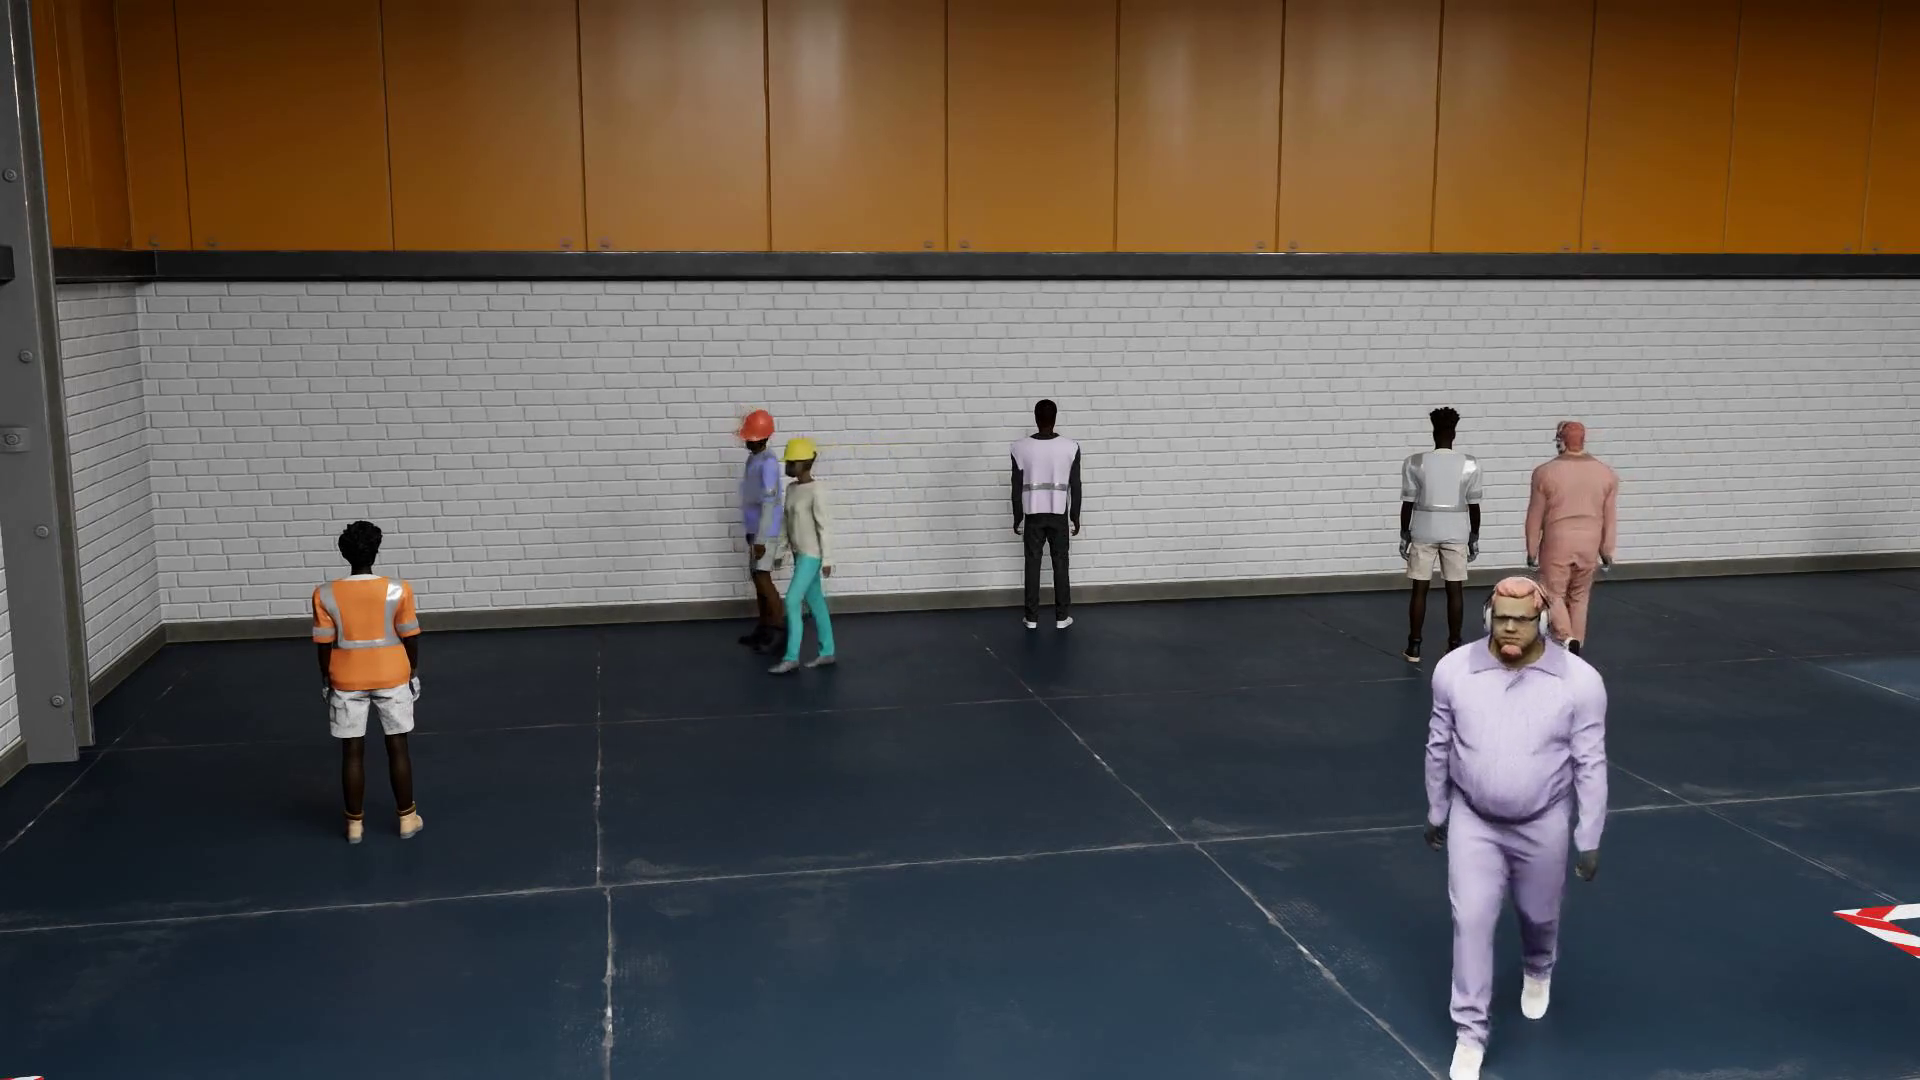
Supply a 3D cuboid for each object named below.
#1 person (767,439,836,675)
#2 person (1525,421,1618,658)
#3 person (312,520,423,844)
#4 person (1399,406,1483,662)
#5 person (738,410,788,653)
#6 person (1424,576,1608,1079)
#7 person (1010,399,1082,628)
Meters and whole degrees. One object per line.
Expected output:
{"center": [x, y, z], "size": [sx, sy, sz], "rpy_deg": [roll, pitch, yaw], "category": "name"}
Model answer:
{"center": [-1.234, 0.122, 12.325], "size": [0.728, 1.734, 0.542], "rpy_deg": [-5, 11, -28], "category": "person"}
{"center": [4.540, 0.059, 12.342], "size": [0.664, 1.881, 0.769], "rpy_deg": [0, 9, 1], "category": "person"}
{"center": [-3.084, 0.742, 8.697], "size": [0.531, 1.698, 0.320], "rpy_deg": [-2, 10, -14], "category": "person"}
{"center": [3.645, -0.035, 12.648], "size": [0.607, 1.958, 0.372], "rpy_deg": [2, 10, 11], "category": "person"}
{"center": [-1.537, -0.071, 13.053], "size": [0.387, 1.899, 0.618], "rpy_deg": [-2, 10, -14], "category": "person"}
{"center": [2.120, 1.040, 6.366], "size": [0.667, 1.877, 0.931], "rpy_deg": [4, 10, 25], "category": "person"}
{"center": [0.715, -0.212, 13.843], "size": [0.593, 1.919, 0.391], "rpy_deg": [1, 9, 4], "category": "person"}
